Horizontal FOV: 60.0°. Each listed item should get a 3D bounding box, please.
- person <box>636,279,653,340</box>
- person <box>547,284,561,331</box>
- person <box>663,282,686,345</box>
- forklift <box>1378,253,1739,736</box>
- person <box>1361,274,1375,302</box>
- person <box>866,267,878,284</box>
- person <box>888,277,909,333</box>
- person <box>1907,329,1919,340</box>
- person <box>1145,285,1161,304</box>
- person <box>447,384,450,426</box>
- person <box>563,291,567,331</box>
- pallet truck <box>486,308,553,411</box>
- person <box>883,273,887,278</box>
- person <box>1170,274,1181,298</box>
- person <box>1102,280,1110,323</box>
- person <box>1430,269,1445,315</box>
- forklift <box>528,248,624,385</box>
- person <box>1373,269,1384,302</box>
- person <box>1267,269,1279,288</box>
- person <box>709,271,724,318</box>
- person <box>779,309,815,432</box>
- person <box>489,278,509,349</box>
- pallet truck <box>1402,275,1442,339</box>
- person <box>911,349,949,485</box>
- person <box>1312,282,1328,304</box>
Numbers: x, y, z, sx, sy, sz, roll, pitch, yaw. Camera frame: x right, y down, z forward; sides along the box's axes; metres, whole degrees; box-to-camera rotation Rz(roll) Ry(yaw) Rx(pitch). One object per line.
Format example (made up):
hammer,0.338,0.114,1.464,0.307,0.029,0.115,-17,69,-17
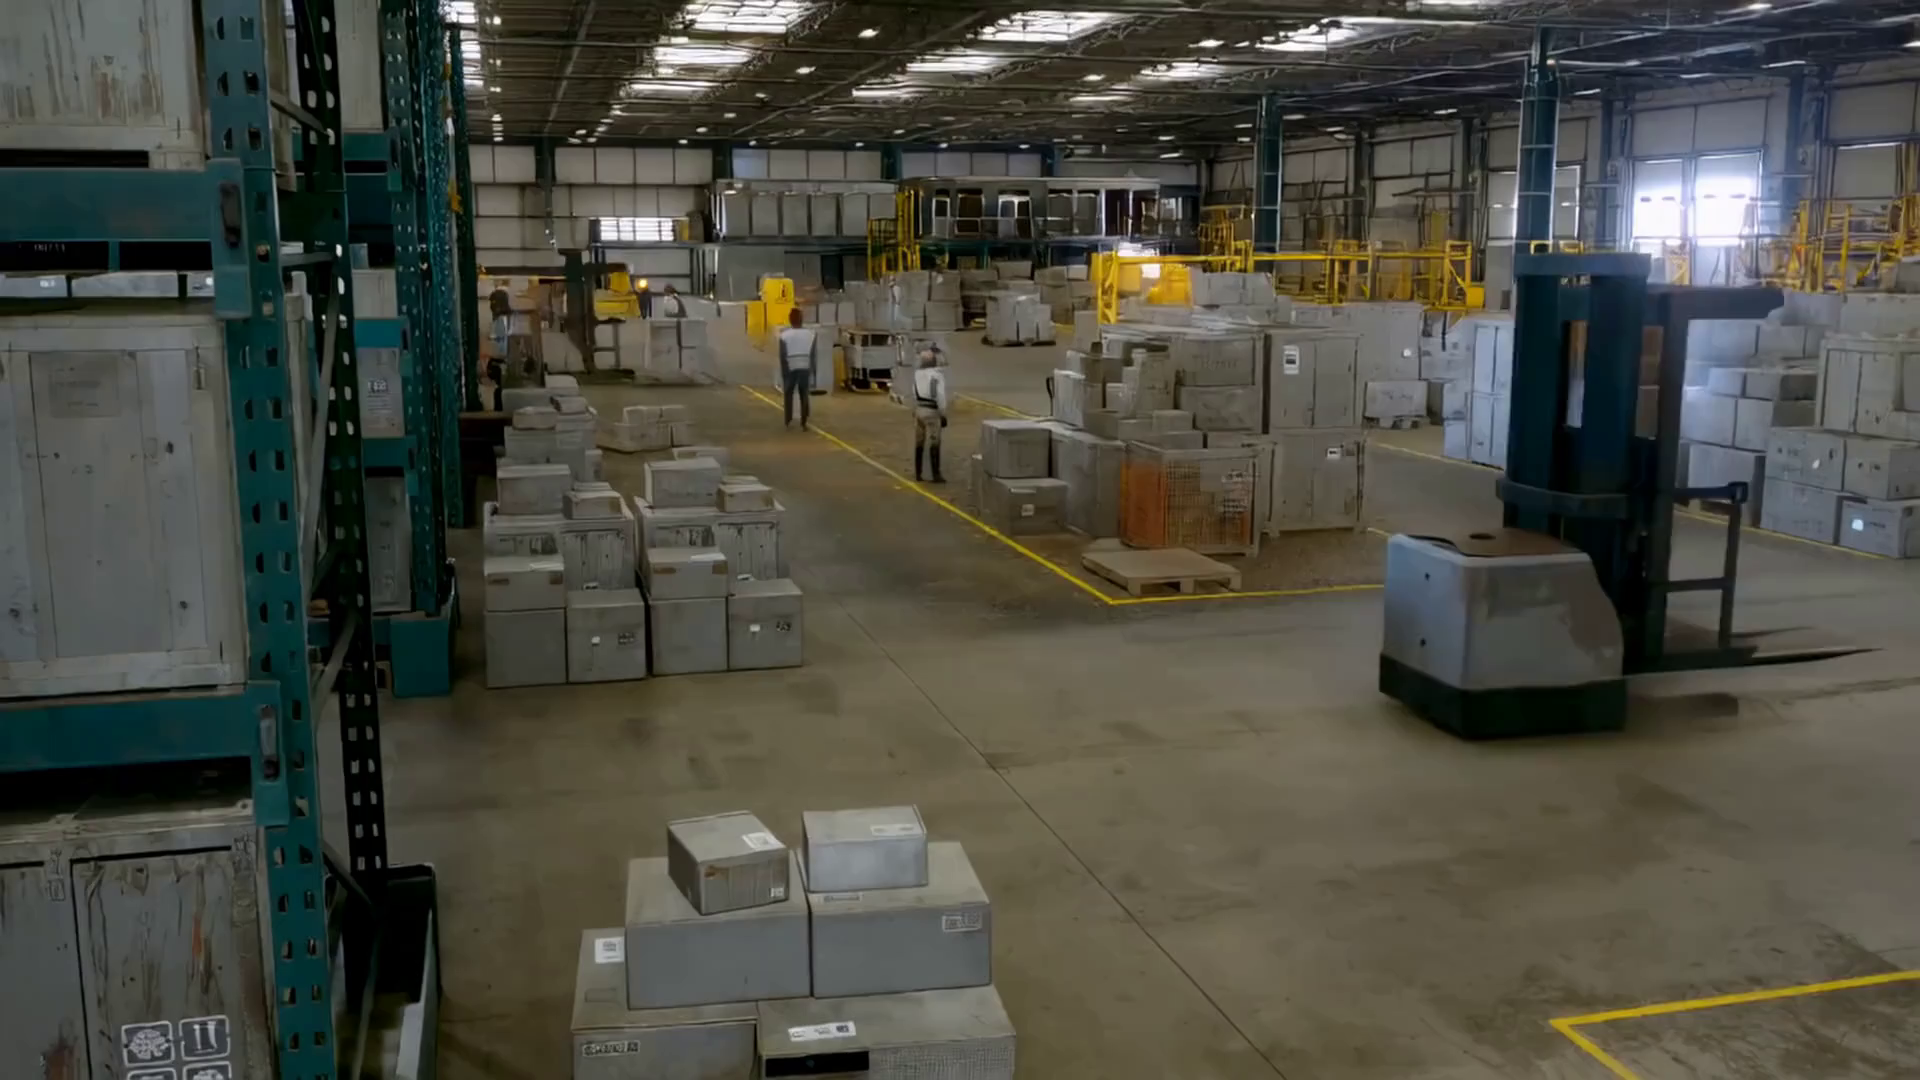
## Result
person,-9.674,-7.058,51.016,0.533,1.864,0.310,-3,10,-14
person,-12.913,-7.318,52.987,0.543,1.690,0.321,6,12,32
person,-7.090,-5.384,41.035,0.776,2.000,0.697,5,11,24
forklift,3.663,-0.342,10.111,1.873,2.768,1.129,-3,10,-15
person,15.427,-9.112,62.801,0.634,1.820,0.799,-8,13,-37
person,-4.307,-12.289,80.662,0.582,1.862,0.797,-4,11,-21
person,-2.094,-7.742,54.869,0.806,1.882,0.601,2,10,11
person,11.419,-1.584,19.961,0.654,1.881,1.041,-1,10,-8
person,5.263,-6.108,45.726,0.564,1.830,0.780,-3,10,-16
person,-6.347,-1.584,20.083,0.429,1.844,0.627,7,12,35
person,-11.316,-6.629,48.300,0.367,1.966,0.606,0,10,1
pallet truck,-6.242,-2.418,24.362,0.823,1.965,1.885,1,10,3
person,-2.706,-8.765,60.596,0.946,1.890,0.568,-5,11,-27
person,7.677,-8.603,59.669,0.916,1.910,0.638,8,13,38
person,4.921,-7.927,56.280,0.295,1.744,0.491,4,11,20
person,20.150,-10.433,70.017,0.635,1.899,0.748,1,10,8
forklift,-7.955,-4.601,34.229,1.873,2.768,1.129,-3,10,-15
person,19.668,-11.870,78.439,0.908,1.808,0.622,7,12,36
person,12.564,-9.920,67.010,0.602,1.938,0.402,-5,11,-28
person,-9.826,-9.932,67.238,0.541,1.887,0.998,-7,12,-34
person,-2.541,-2.641,25.926,0.612,1.897,0.634,-4,11,-22
person,-12.976,-6.401,47.008,0.624,1.976,0.693,3,10,17
pallet truck,14.620,-7.324,52.145,0.823,1.965,1.885,8,13,40
person,-0.375,-1.483,20.079,0.515,1.641,0.315,9,13,41
person,11.977,-7.732,55.338,0.534,1.692,0.321,6,11,29
